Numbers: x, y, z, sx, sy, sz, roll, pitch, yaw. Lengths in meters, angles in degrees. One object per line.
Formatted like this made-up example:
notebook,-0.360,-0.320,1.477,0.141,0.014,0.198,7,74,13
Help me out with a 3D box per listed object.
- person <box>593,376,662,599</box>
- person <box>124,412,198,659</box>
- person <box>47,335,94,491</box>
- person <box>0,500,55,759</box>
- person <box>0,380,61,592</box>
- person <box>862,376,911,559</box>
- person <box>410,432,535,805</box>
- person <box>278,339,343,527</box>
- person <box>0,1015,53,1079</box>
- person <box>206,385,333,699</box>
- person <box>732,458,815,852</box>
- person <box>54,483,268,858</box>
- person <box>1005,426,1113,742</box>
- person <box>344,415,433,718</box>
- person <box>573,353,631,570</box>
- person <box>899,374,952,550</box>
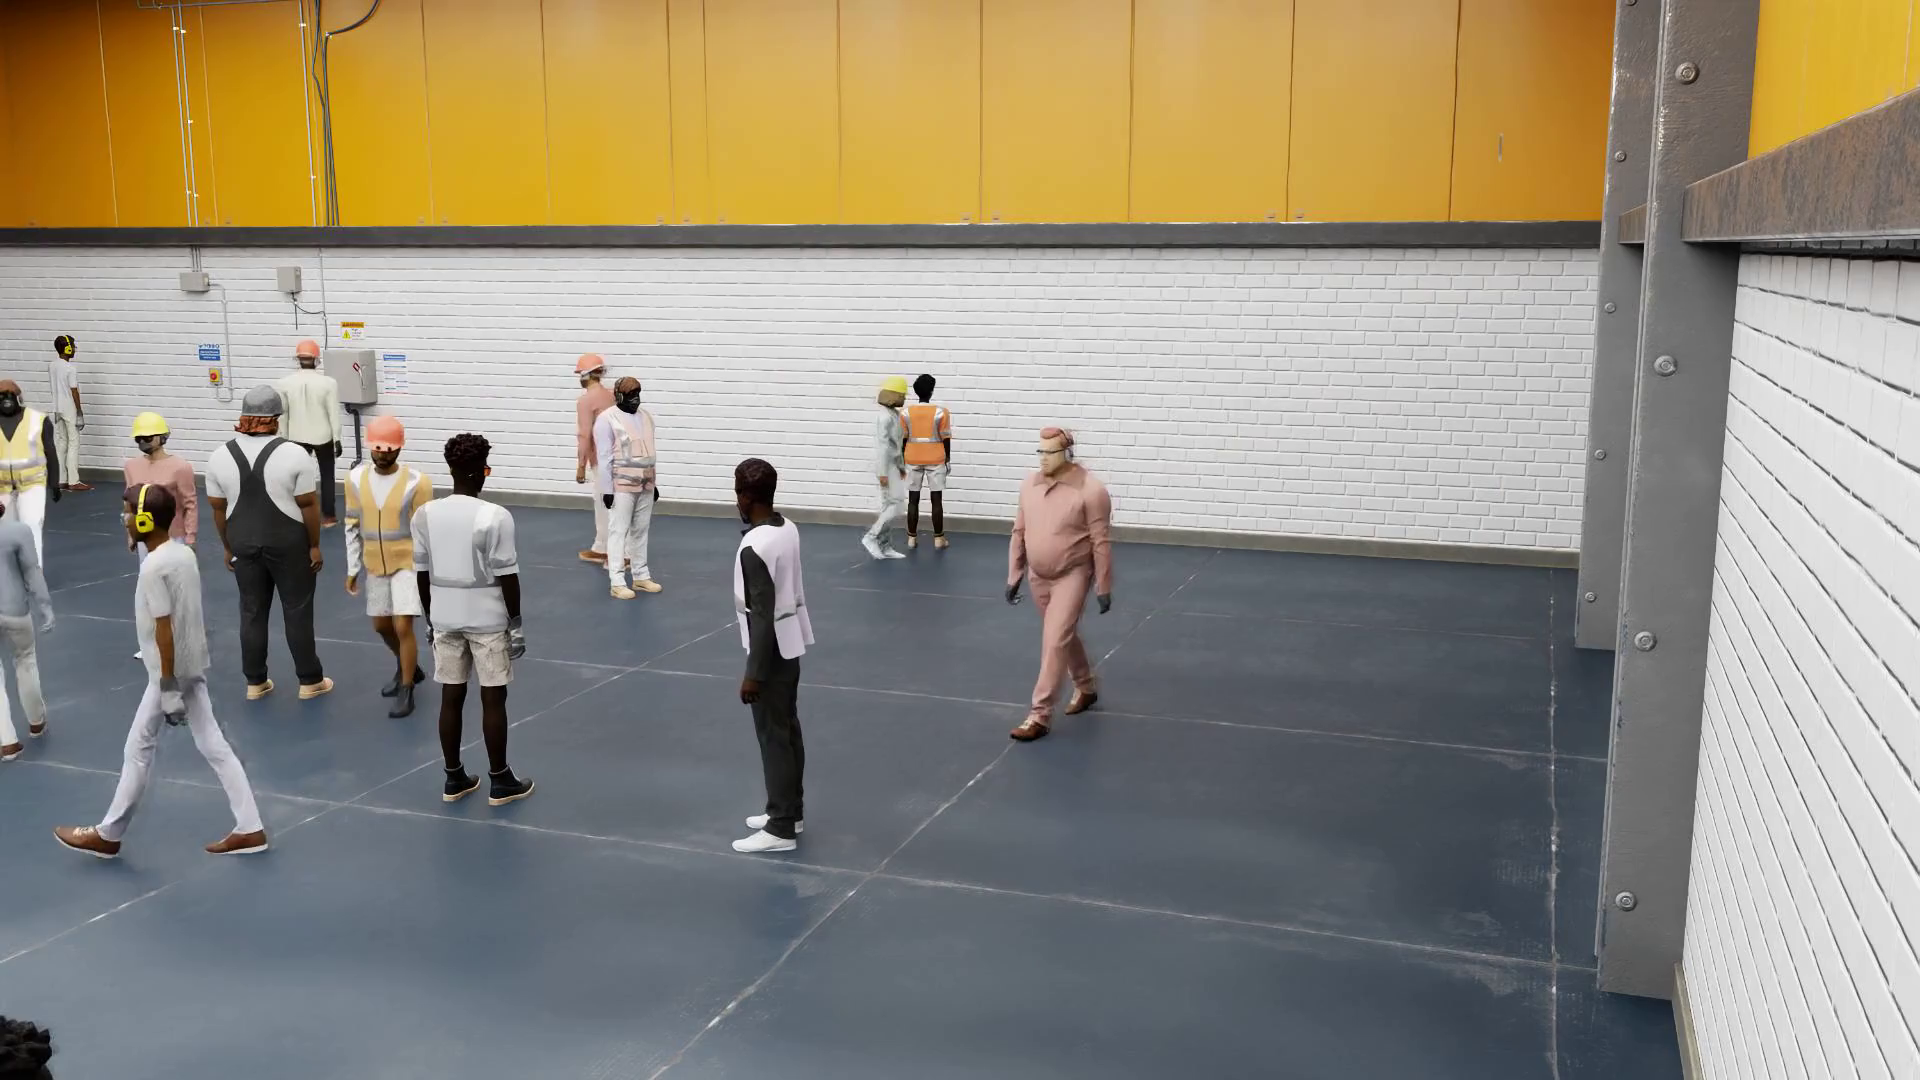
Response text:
person,-2.743,-0.443,13.876,0.429,1.842,0.634,6,12,32
person,-5.631,-0.024,11.729,0.527,1.768,0.331,1,10,8
person,-10.637,-1.509,19.843,0.504,1.861,0.330,5,11,27
person,-5.560,0.426,9.646,0.563,1.590,0.767,-5,11,-24
person,-8.051,-0.469,14.178,0.652,1.789,0.979,-4,11,-19
person,-0.636,-0.655,15.415,0.382,1.716,0.503,0,10,2
person,-2.546,0.416,8.696,0.607,1.962,0.367,3,10,16
person,-6.637,-1.058,16.976,0.631,1.969,0.876,-1,10,-4
person,-1.561,1.605,2.738,0.537,1.699,0.321,3,11,17
person,-4.430,0.013,10.749,0.672,2.000,0.536,0,10,1
person,-0.916,0.556,8.043,0.394,1.916,0.590,1,10,8
person,-3.803,0.633,7.895,0.983,1.813,0.557,0,10,-2
person,0.597,0.226,10.082,0.648,1.864,0.995,9,14,42
person,-3.530,0.137,10.475,0.567,1.904,0.734,1,10,7
person,-3.239,-0.713,15.136,0.709,1.954,0.634,2,10,13
person,-0.333,-0.746,15.992,0.535,1.697,0.318,2,10,9
